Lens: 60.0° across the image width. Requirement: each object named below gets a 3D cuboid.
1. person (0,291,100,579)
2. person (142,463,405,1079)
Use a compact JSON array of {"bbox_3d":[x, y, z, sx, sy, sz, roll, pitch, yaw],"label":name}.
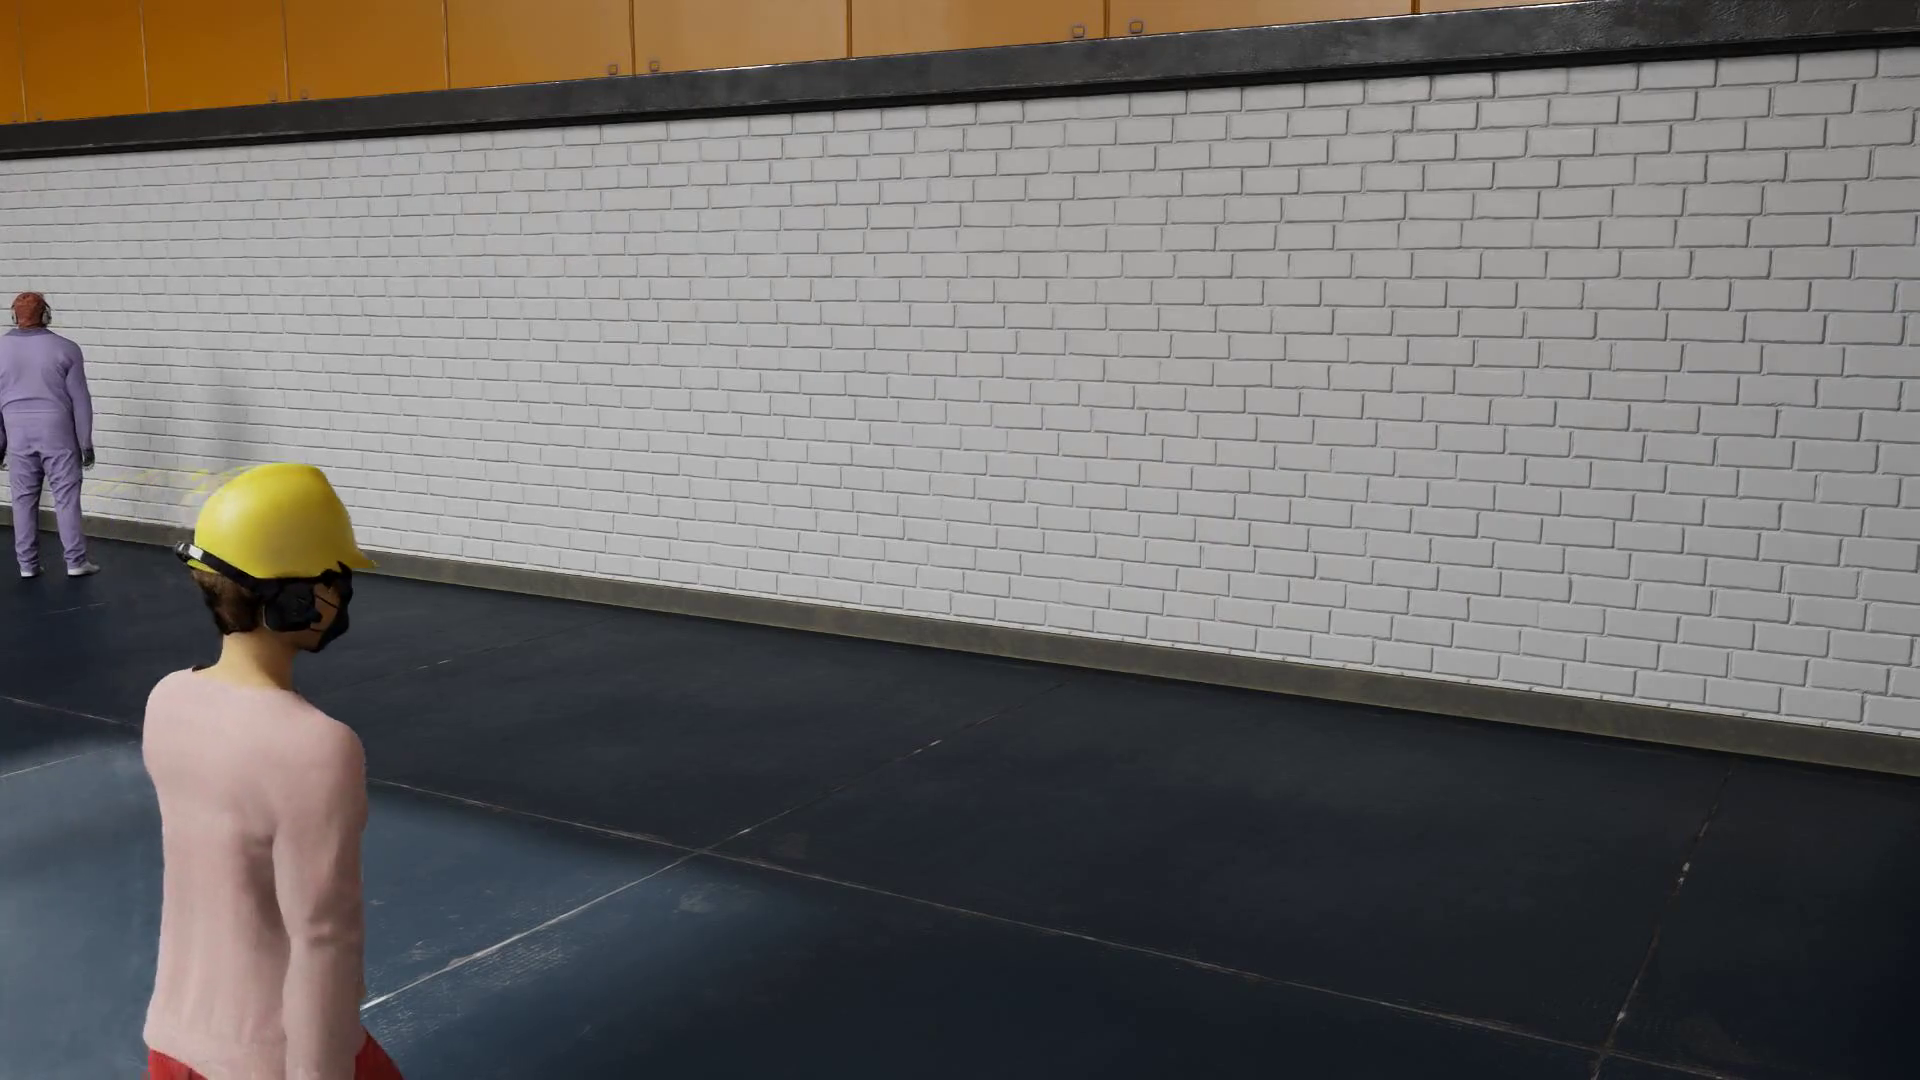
[{"bbox_3d":[-6.074,-0.687,11.030,0.643,1.907,0.407,-2,9,-10],"label":"person"},{"bbox_3d":[-0.992,0.747,2.602,0.530,1.741,0.746,6,11,32],"label":"person"}]
